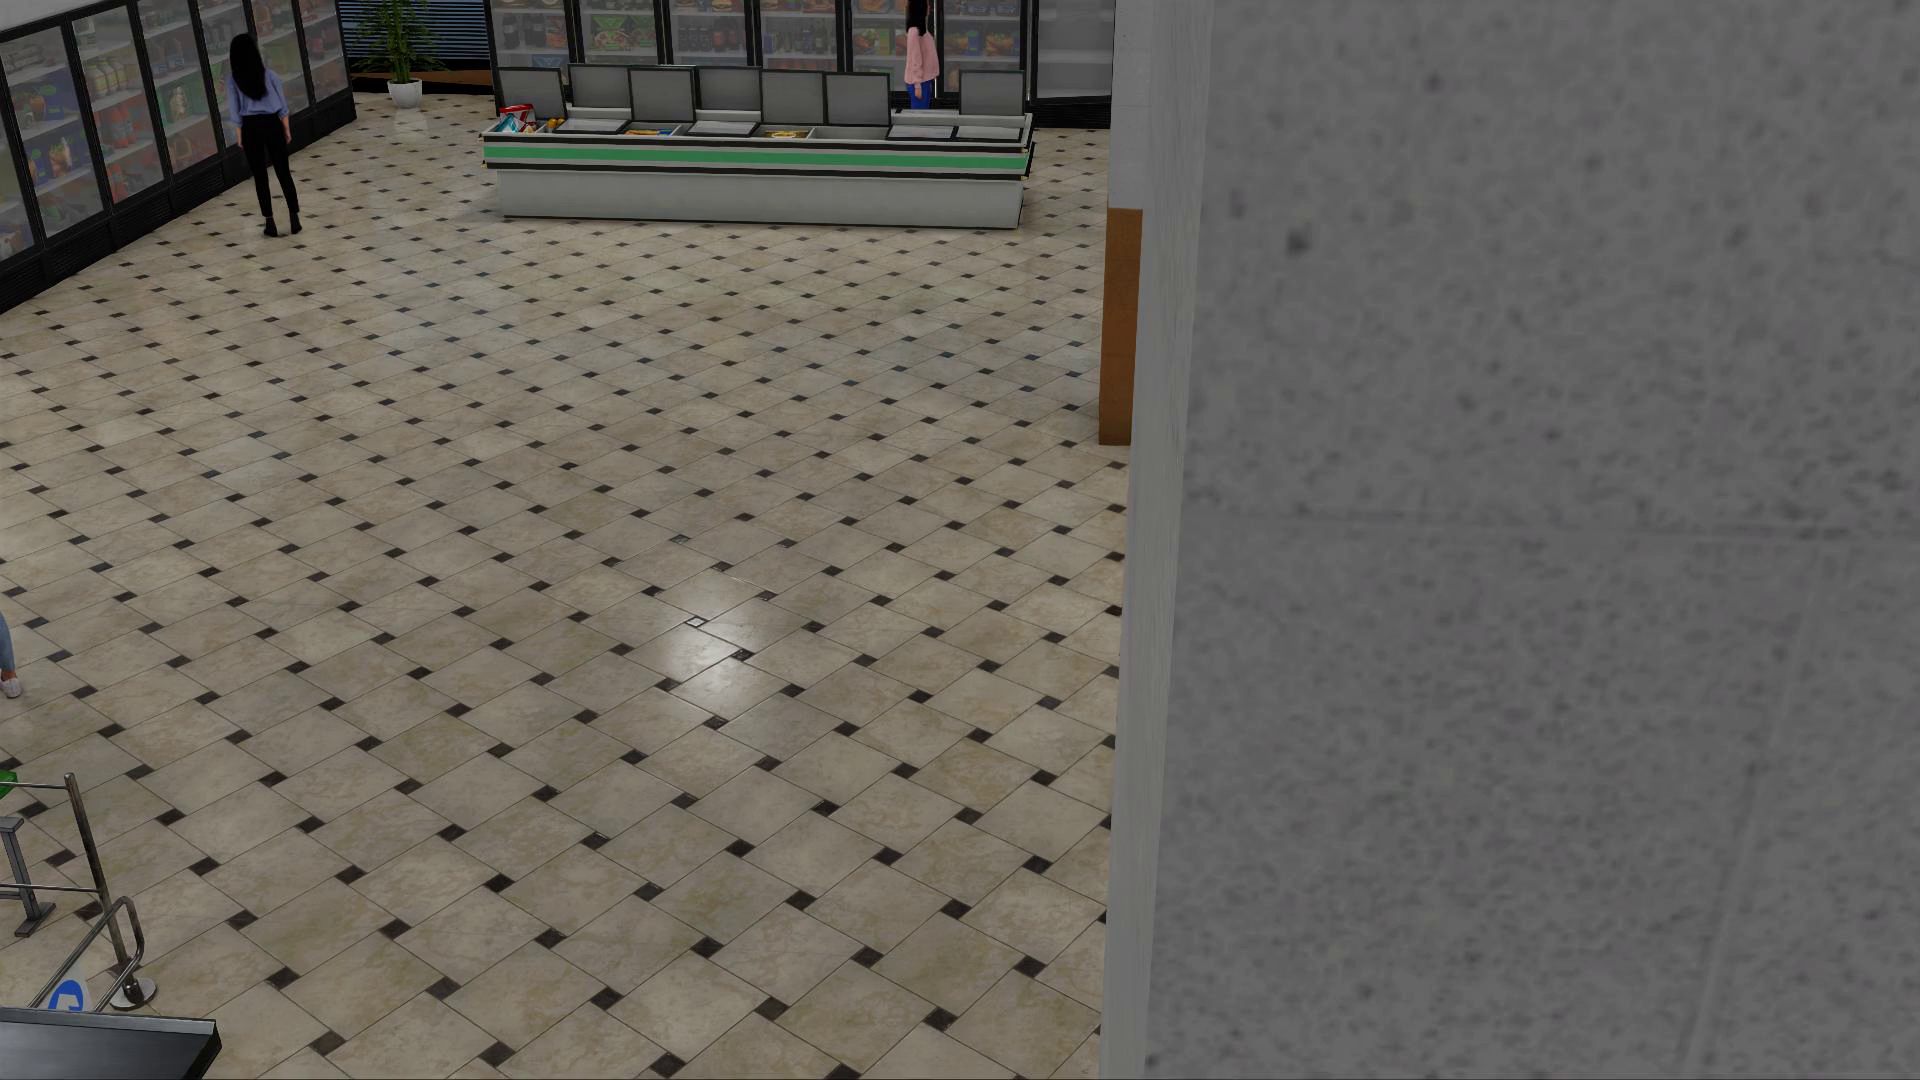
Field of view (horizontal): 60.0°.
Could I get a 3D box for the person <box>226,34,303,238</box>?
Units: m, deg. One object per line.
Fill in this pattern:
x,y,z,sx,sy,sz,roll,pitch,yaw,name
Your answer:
-6.138,-3.555,14.642,0.696,1.745,0.797,-15,30,-27,person

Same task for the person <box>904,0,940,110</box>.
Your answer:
-0.408,-4.509,16.495,0.574,1.769,0.662,5,27,10,person
